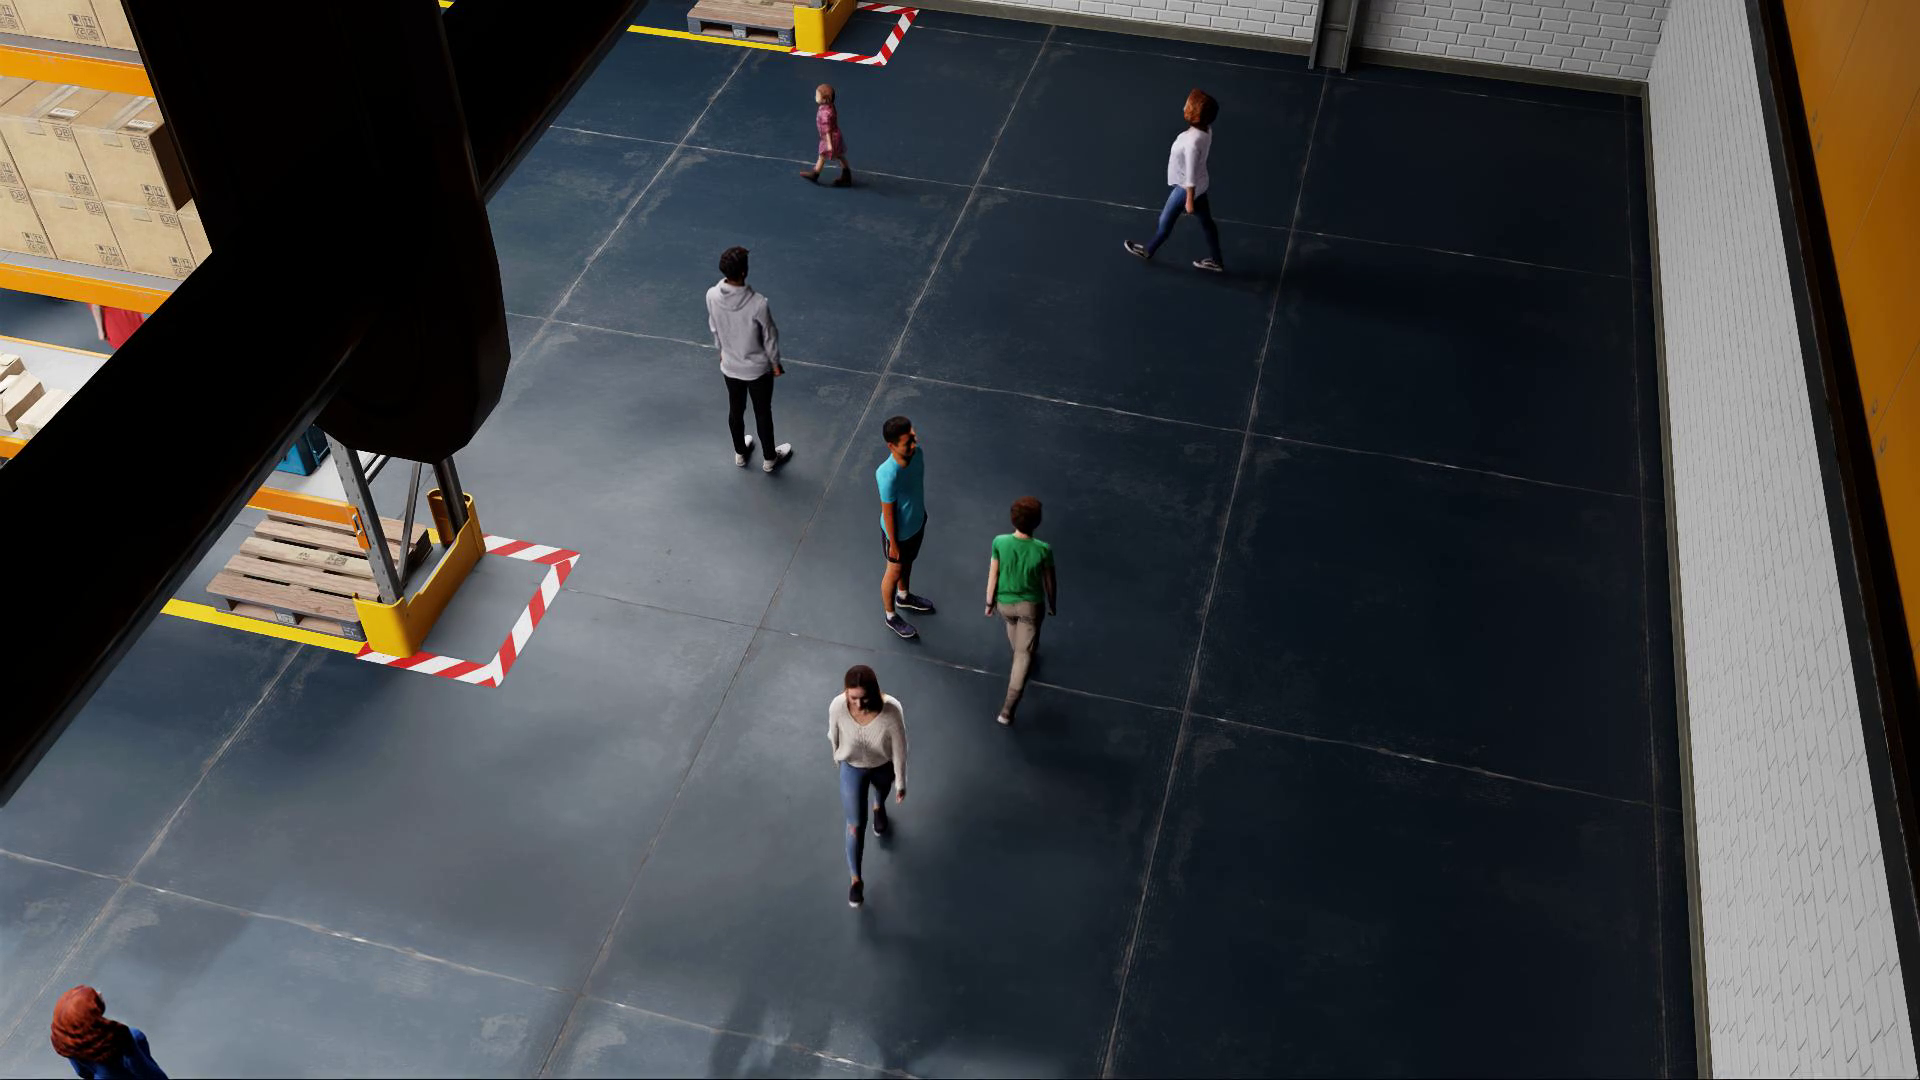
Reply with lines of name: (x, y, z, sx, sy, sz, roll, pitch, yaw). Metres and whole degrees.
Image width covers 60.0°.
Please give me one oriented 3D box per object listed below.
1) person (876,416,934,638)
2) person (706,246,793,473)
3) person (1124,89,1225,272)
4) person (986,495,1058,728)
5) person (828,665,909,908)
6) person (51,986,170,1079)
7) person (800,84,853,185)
person: (-0.391, -0.112, 11.106, 0.568, 1.776, 0.653, 18, 46, 18)
person: (-1.579, -1.319, 12.260, 0.547, 1.931, 0.741, 13, 45, 13)
person: (2.068, -3.007, 14.223, 1.171, 1.667, 0.797, 18, 46, 18)
person: (0.369, 0.476, 10.602, 1.045, 1.620, 0.653, 13, 45, 13)
person: (-0.521, 1.250, 9.768, 1.088, 1.647, 0.881, -1, 44, -1)
person: (-3.998, 2.722, 8.092, 0.493, 1.829, 0.662, 9, 44, 10)
person: (-1.166, -3.756, 15.488, 0.731, 1.007, 0.484, 5, 44, 6)
